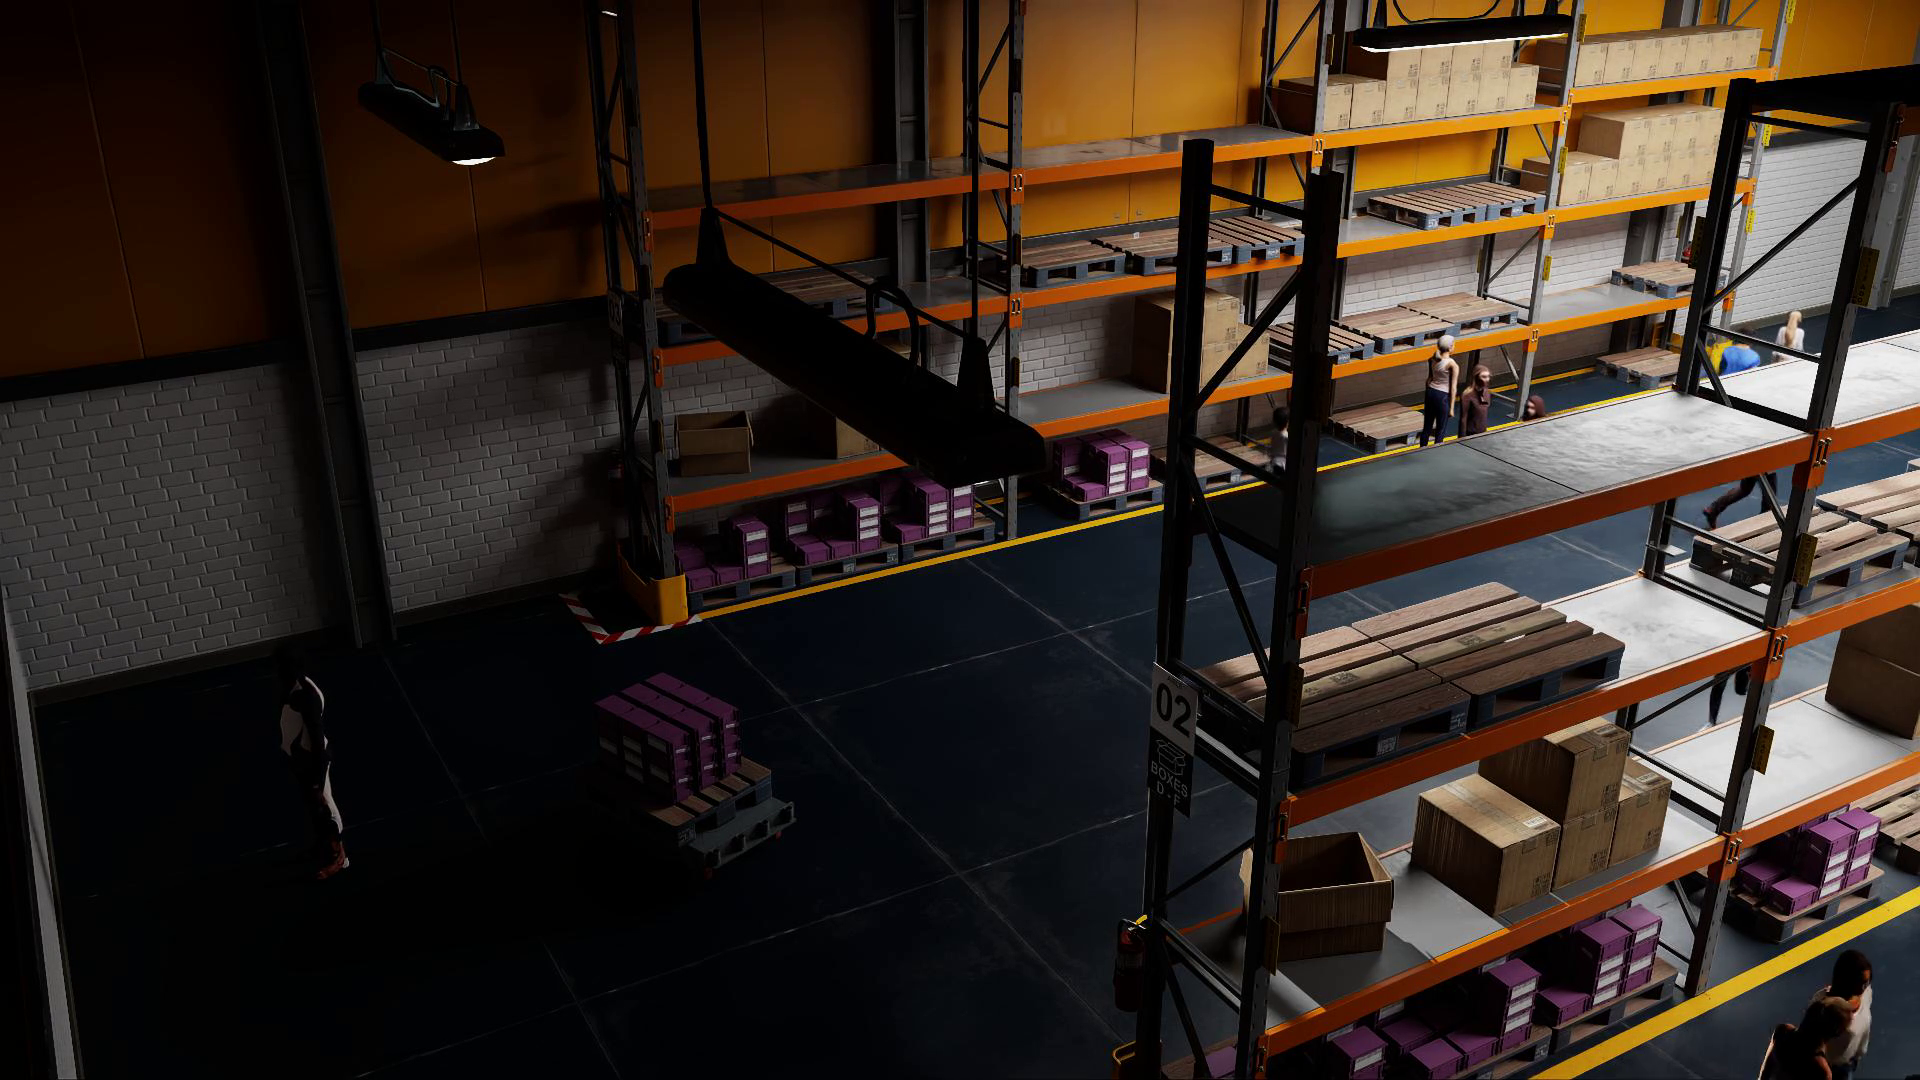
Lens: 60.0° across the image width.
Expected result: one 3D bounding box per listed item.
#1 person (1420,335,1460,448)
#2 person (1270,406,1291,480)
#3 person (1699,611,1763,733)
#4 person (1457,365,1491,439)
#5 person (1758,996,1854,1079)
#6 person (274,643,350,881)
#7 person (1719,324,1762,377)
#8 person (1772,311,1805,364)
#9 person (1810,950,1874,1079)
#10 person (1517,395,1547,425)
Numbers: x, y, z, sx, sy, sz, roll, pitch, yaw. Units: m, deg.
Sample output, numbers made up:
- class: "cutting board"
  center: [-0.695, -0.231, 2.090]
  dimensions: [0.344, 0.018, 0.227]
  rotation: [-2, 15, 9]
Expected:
- class: "person"
  center: [5.815, -1.670, 20.237]
  dimensions: [0.535, 1.701, 0.594]
  rotation: [-14, 27, -29]
- class: "person"
  center: [3.667, -0.903, 19.047]
  dimensions: [0.758, 1.248, 0.505]
  rotation: [-14, 27, -29]
- class: "person"
  center: [6.759, 0.918, 14.334]
  dimensions: [0.994, 1.687, 0.608]
  rotation: [-15, 28, -30]
- class: "person"
  center: [5.876, -1.194, 19.145]
  dimensions: [0.455, 1.704, 0.674]
  rotation: [-15, 28, -31]
- class: "person"
  center: [4.360, 3.179, 8.986]
  dimensions: [1.060, 1.829, 0.841]
  rotation: [-7, 24, -15]
- class: "person"
  center: [-4.876, 1.626, 12.455]
  dimensions: [0.632, 1.895, 0.722]
  rotation: [-18, 29, -35]
- class: "person"
  center: [9.252, -1.649, 20.042]
  dimensions: [1.010, 1.819, 1.342]
  rotation: [16, 28, 32]
- class: "person"
  center: [11.229, -2.472, 22.629]
  dimensions: [0.754, 1.255, 0.898]
  rotation: [12, 26, 25]
- class: "person"
  center: [4.930, 3.010, 9.578]
  dimensions: [0.541, 1.663, 0.732]
  rotation: [-12, 27, -26]
- class: "person"
  center: [6.395, -0.893, 18.641]
  dimensions: [0.666, 1.556, 0.713]
  rotation: [20, 31, 38]
